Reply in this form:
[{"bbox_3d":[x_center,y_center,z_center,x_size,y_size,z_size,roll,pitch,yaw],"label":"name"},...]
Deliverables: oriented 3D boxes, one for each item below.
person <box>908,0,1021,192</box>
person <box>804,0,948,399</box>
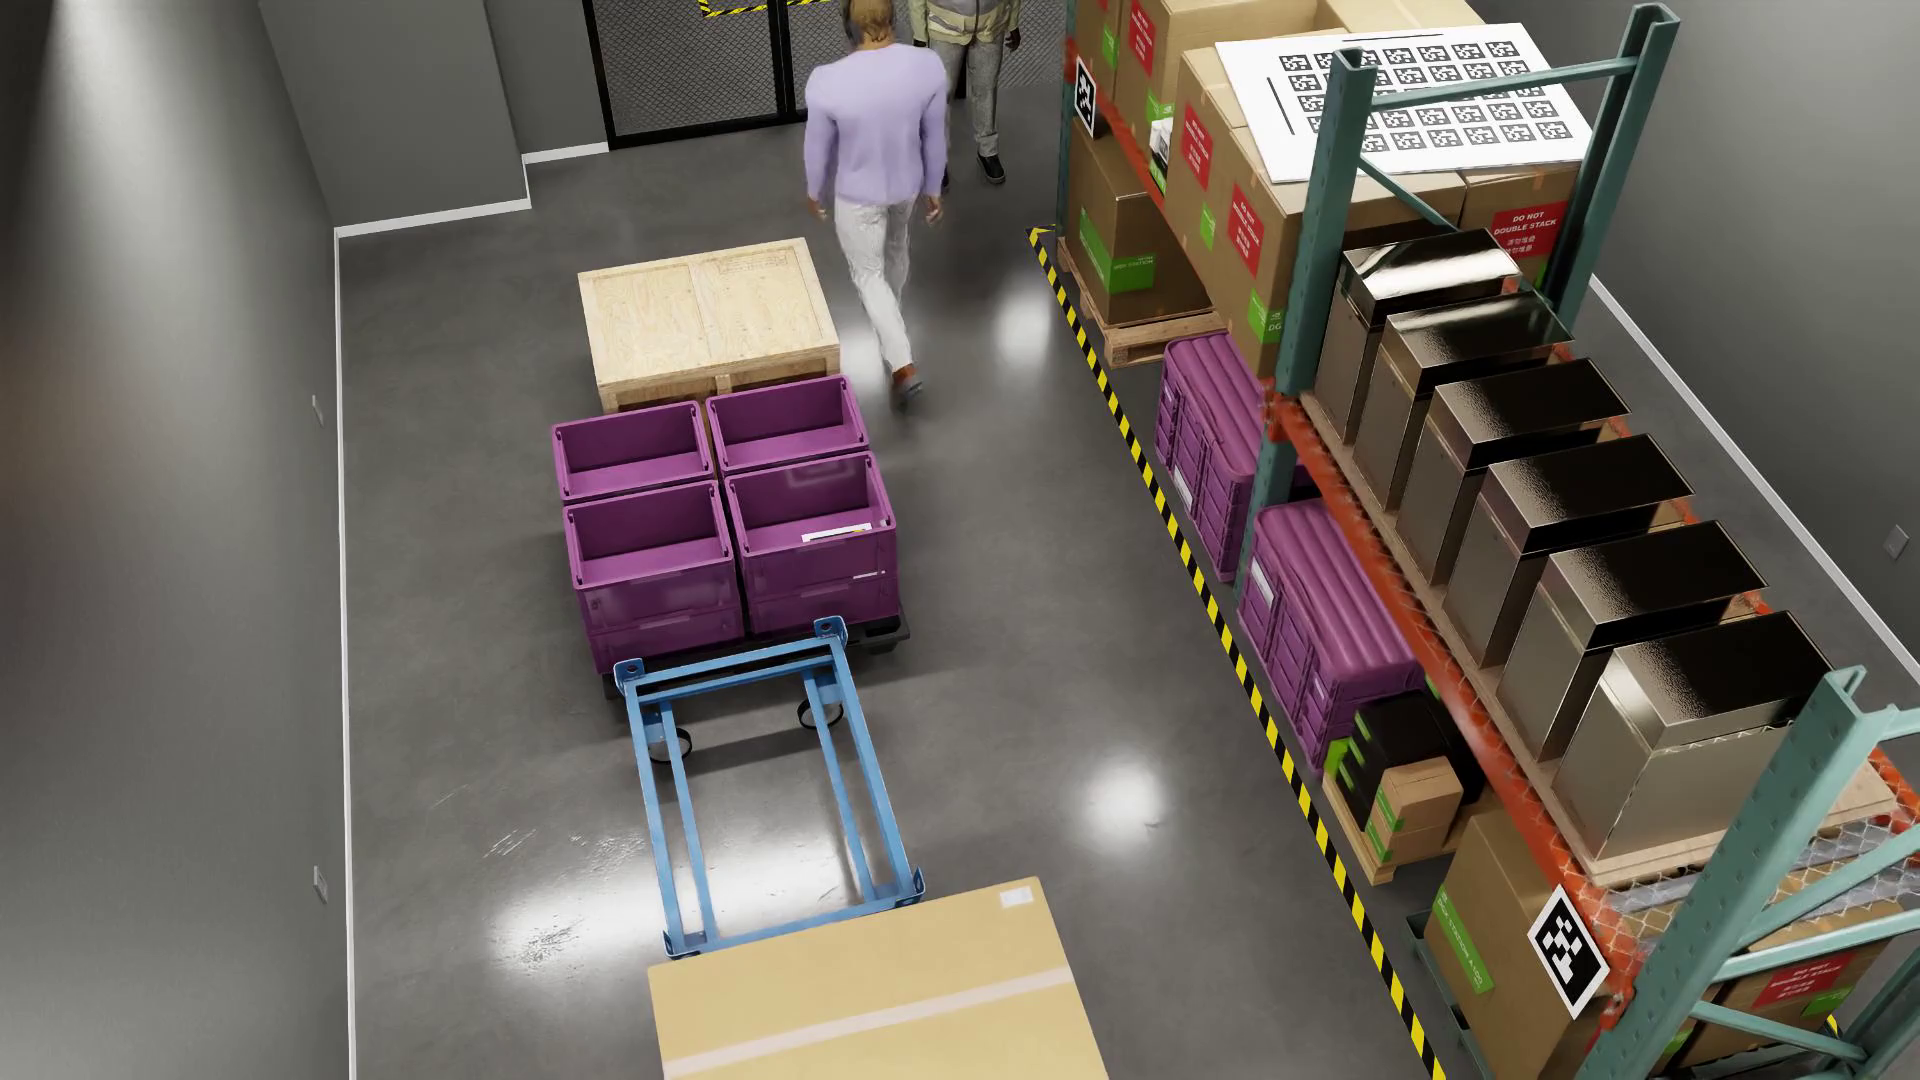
[{"bbox_3d":[0.035,-2.604,8.346,0.590,1.837,0.404,-11,48,-10],"label":"person"},{"bbox_3d":[-0.320,-1.512,7.298,0.627,1.914,0.883,-21,51,-19],"label":"person"}]
